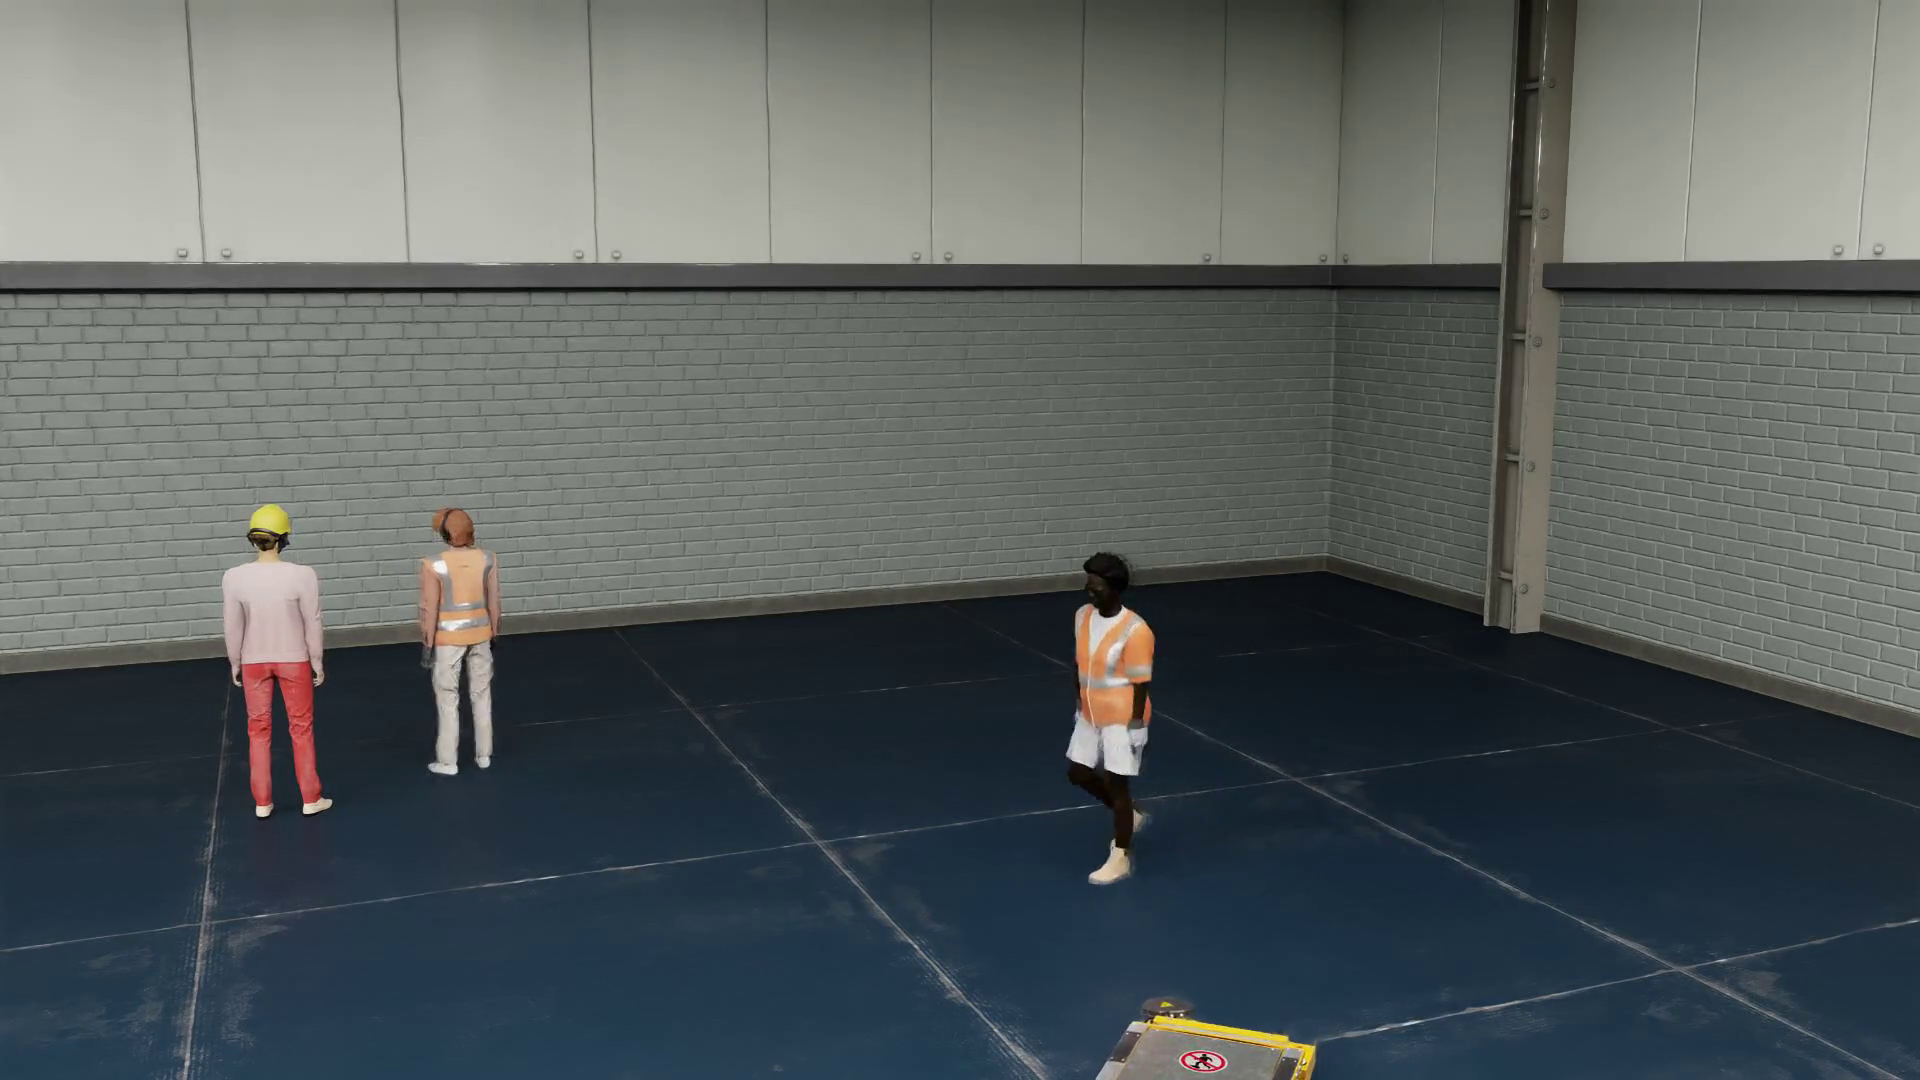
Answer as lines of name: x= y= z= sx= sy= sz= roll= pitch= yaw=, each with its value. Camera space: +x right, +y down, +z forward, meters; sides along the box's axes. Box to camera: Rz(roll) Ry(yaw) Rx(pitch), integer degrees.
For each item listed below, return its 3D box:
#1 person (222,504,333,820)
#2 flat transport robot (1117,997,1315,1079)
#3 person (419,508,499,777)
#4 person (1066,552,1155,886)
person: x=-3.814 y=0.683 z=9.287 sx=0.526 sy=1.769 sz=0.328 roll=-1 pitch=9 yaw=-6
flat transport robot: x=0.791 y=1.990 z=5.761 sx=0.652 sy=0.197 sz=1.431 roll=3 pitch=10 yaw=21
person: x=-3.017 y=0.623 z=10.093 sx=0.314 sy=1.634 sz=0.547 roll=9 pitch=12 yaw=43
person: x=0.772 y=0.878 z=8.316 sx=0.401 sy=1.677 sz=0.539 roll=-6 pitch=11 yaw=-35
